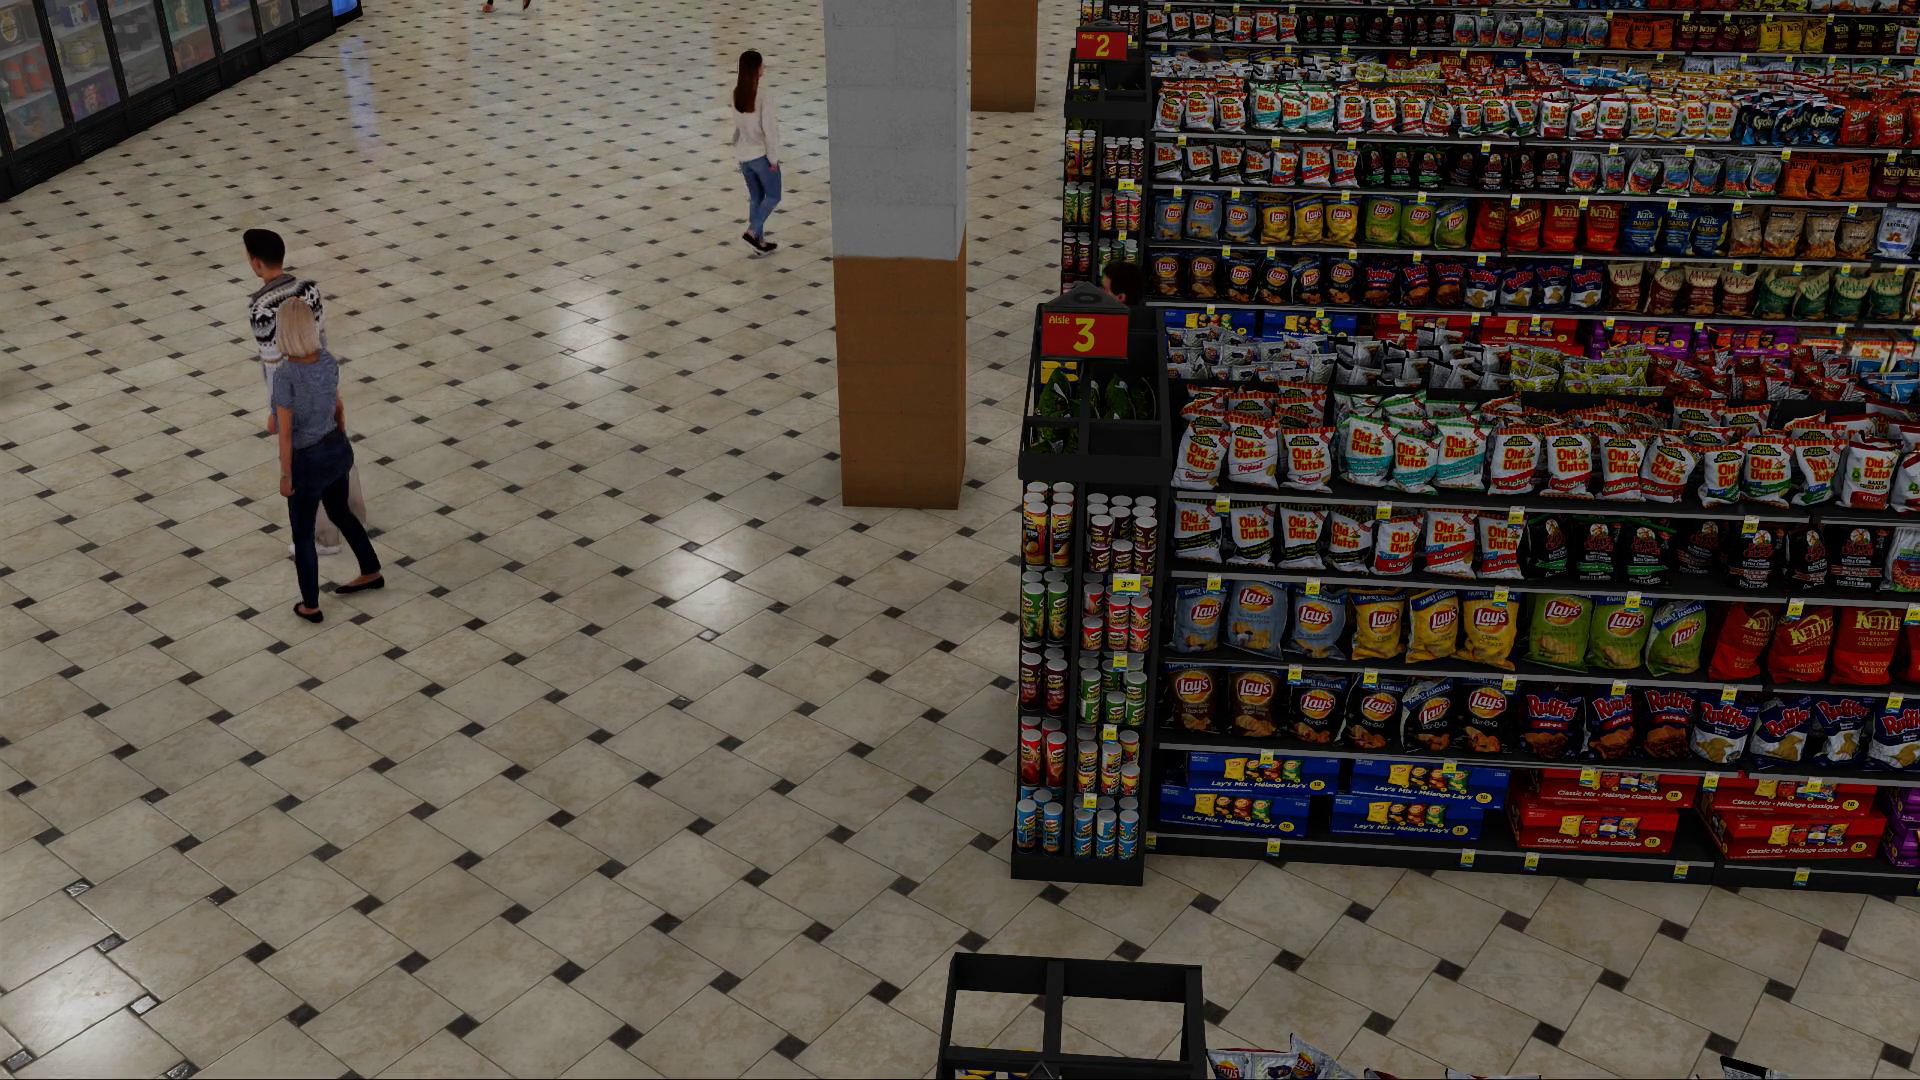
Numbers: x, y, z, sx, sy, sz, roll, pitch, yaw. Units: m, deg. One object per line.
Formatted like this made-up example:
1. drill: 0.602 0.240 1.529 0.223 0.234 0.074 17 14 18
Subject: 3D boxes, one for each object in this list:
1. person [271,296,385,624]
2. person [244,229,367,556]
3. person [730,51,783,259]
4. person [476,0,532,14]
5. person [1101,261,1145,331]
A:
1. person: -3.255 -0.420 8.606 0.673 1.694 0.751 7 29 12
2. person: -3.620 -0.812 9.151 0.607 1.859 0.724 7 29 13
3. person: -1.696 -3.084 13.500 0.789 1.680 0.844 20 34 32
4. person: -6.219 -7.985 22.397 1.017 1.757 0.604 3 29 6
5. person: 0.862 -0.573 8.728 0.556 1.846 0.654 5 29 10
